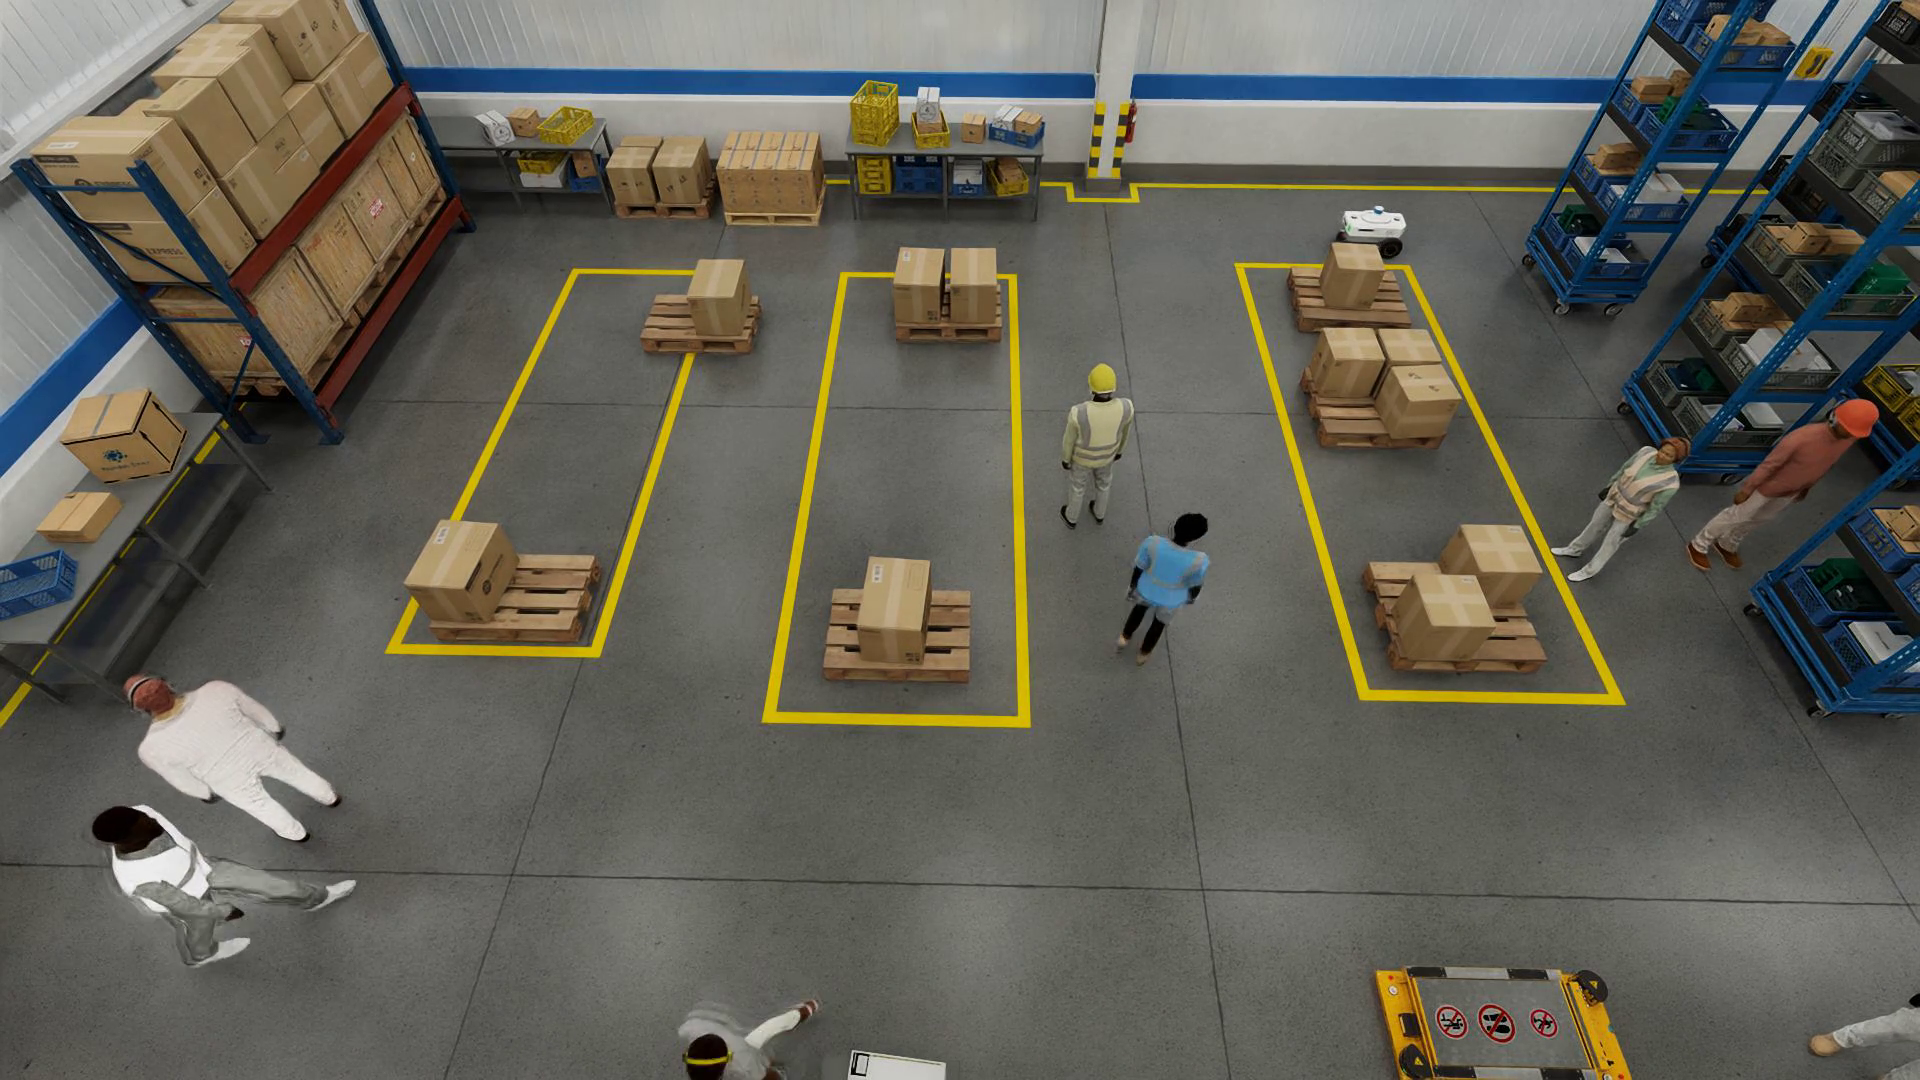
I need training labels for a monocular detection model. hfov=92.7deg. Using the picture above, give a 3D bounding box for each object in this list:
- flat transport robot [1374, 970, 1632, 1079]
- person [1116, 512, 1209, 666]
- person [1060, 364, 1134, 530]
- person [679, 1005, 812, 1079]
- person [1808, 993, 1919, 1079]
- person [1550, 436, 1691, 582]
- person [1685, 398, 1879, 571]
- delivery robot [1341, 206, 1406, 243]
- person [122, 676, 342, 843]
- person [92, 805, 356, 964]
[{"bbox_3d":[3.501,3.133,5.914,1.431,0.197,0.652,1,51,1],"label":"flat transport robot"},{"bbox_3d":[1.611,0.415,7.230,0.548,1.660,0.453,24,55,19],"label":"person"},{"bbox_3d":[1.183,-0.797,8.125,0.597,1.825,0.403,-10,51,-8],"label":"person"},{"bbox_3d":[-1.225,2.885,5.131,0.563,1.819,0.954,28,56,21],"label":"person"},{"bbox_3d":[5.737,2.827,5.161,0.430,1.840,0.619,-19,53,-15],"label":"person"},{"bbox_3d":[5.651,-0.271,7.807,0.305,1.645,0.522,-3,51,-3],"label":"person"},{"bbox_3d":[6.914,-0.447,7.742,0.619,1.980,0.408,-6,51,-5],"label":"person"},{"bbox_3d":[5.144,-3.920,11.423,0.707,0.478,0.477,4,51,3],"label":"delivery robot"},{"bbox_3d":[-4.932,1.477,6.225,0.397,1.900,0.654,19,53,15],"label":"person"},{"bbox_3d":[-4.779,2.144,5.708,1.024,1.861,0.600,-22,54,-17],"label":"person"}]
